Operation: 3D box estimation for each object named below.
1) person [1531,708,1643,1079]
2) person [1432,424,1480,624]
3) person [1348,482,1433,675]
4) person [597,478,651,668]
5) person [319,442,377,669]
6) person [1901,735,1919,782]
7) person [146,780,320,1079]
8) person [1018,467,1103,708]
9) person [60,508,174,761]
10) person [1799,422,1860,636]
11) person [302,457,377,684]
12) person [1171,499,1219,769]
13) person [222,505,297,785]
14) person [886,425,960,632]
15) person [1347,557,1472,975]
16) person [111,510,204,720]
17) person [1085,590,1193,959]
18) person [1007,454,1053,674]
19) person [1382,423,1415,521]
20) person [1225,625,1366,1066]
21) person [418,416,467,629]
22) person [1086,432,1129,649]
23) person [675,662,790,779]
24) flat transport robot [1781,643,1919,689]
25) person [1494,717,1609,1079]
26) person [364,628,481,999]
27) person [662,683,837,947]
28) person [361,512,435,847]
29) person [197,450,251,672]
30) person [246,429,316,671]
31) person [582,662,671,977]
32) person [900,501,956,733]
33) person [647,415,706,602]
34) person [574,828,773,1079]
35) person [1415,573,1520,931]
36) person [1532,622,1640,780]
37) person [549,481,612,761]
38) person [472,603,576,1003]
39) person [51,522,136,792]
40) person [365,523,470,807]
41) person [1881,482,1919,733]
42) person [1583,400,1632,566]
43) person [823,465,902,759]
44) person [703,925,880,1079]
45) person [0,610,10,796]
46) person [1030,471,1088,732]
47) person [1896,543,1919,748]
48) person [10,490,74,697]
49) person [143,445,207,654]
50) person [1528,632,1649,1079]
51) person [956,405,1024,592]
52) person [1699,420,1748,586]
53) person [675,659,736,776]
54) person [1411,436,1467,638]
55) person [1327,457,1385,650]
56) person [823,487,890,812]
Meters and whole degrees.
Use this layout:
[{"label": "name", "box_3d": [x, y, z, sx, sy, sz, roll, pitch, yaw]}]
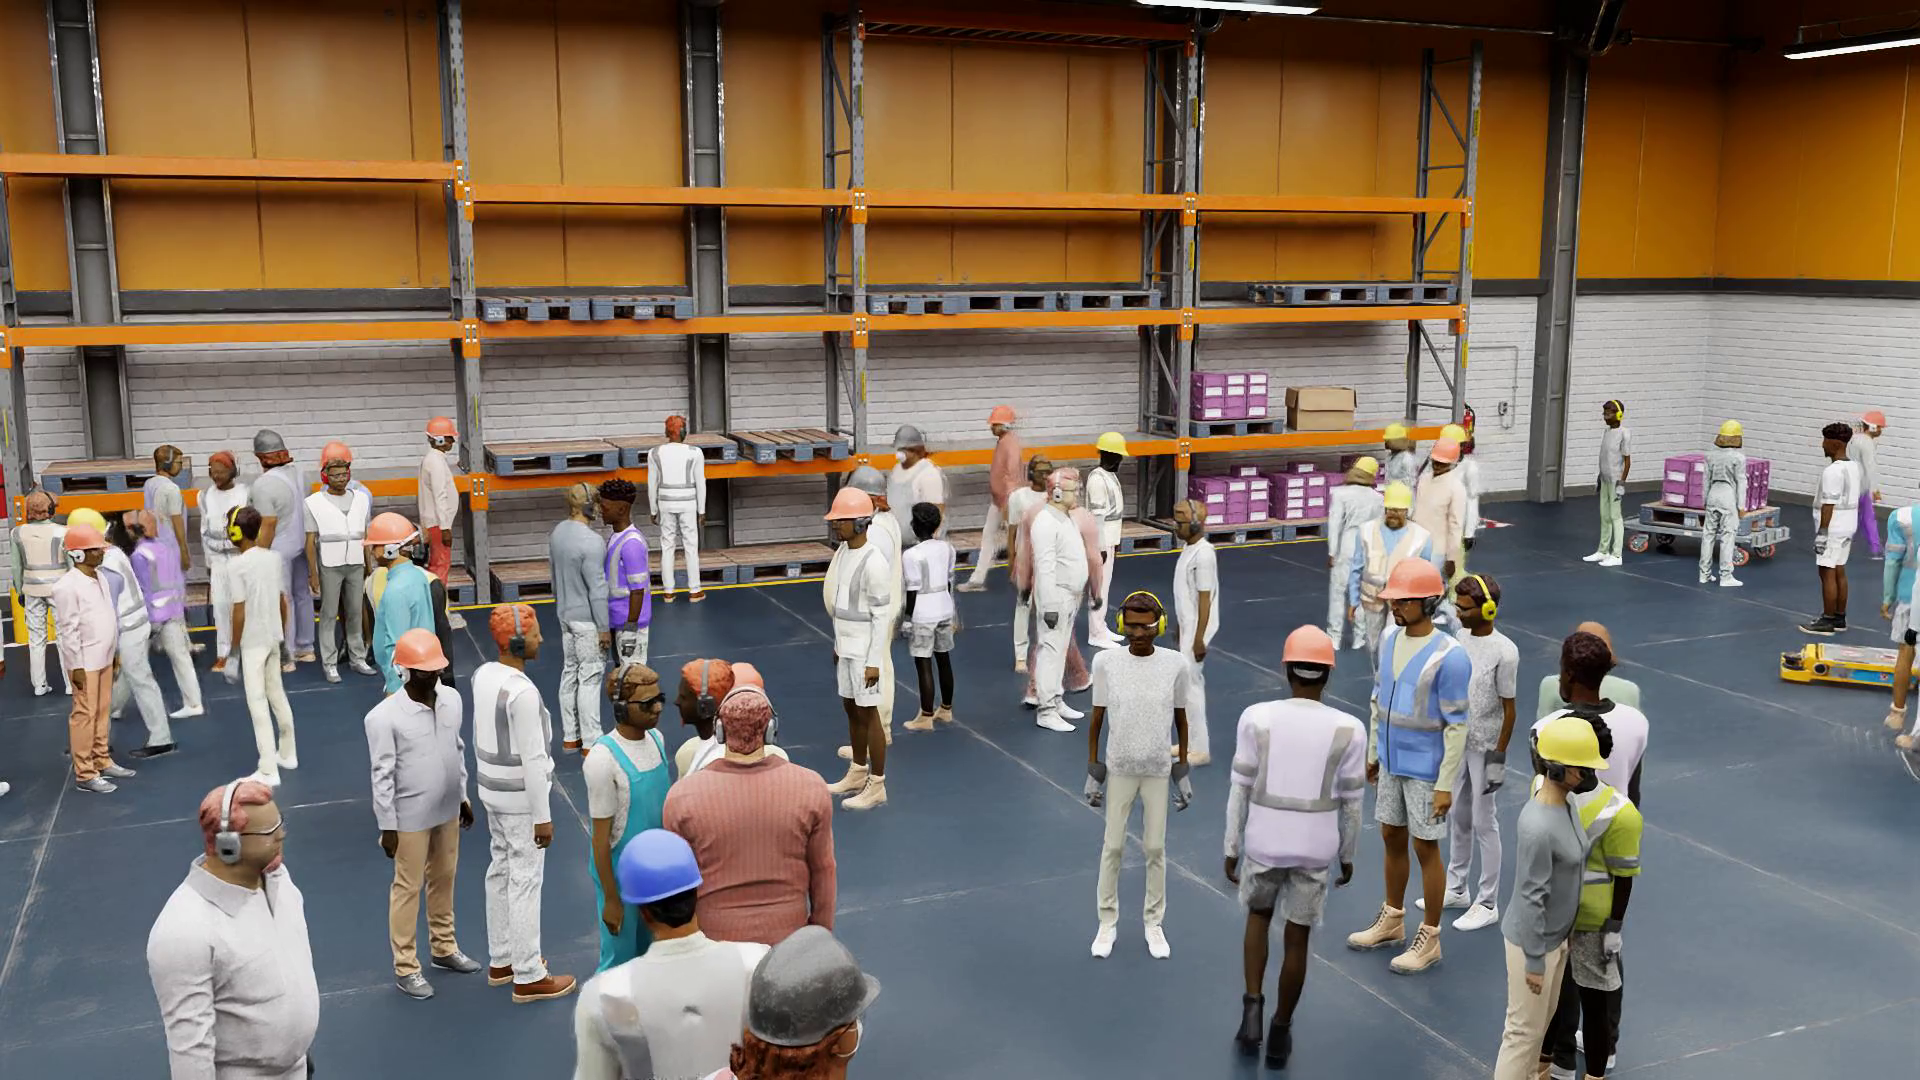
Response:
[{"label": "person", "box_3d": [2.469, 1.507, 6.717, 0.320, 1.698, 0.531, -6, 11, -30]}, {"label": "person", "box_3d": [4.723, -0.151, 15.684, 0.590, 1.904, 0.624, -2, 10, -13]}, {"label": "person", "box_3d": [3.272, 0.433, 12.617, 0.590, 1.804, 0.814, 5, 11, 26]}, {"label": "person", "box_3d": [-2.322, 0.544, 11.496, 0.367, 1.966, 0.607, -4, 11, -23]}, {"label": "person", "box_3d": [-5.184, 0.129, 13.998, 0.545, 1.928, 0.375, 6, 11, 30]}, {"label": "person", "box_3d": [6.520, 0.782, 10.815, 0.588, 1.721, 0.403, -7, 12, -35]}, {"label": "person", "box_3d": [-2.191, 1.671, 5.174, 0.401, 1.906, 0.649, 1, 10, 5]}, {"label": "person", "box_3d": [0.800, 0.357, 12.933, 0.651, 1.840, 1.002, 9, 13, 42]}, {"label": "person", "box_3d": [-5.818, 0.663, 11.316, 0.779, 1.785, 0.594, -6, 11, -30]}, {"label": "person", "box_3d": [8.013, -0.102, 15.257, 0.370, 1.958, 0.598, 9, 13, 42]}, {"label": "person", "box_3d": [-5.083, 0.233, 13.632, 0.384, 1.845, 0.570, 8, 13, 38]}, {"label": "person", "box_3d": [1.586, 0.630, 11.393, 0.357, 1.836, 0.533, 0, 10, -2]}, {"label": "person", "box_3d": [-4.659, 0.686, 10.980, 0.351, 1.868, 0.545, 2, 10, 13]}, {"label": "person", "box_3d": [-0.401, -0.087, 14.916, 1.035, 2.000, 0.685, -8, 13, -40]}, {"label": "person", "box_3d": [2.191, 1.089, 8.132, 0.374, 2.043, 0.612, -5, 11, -25]}, {"label": "person", "box_3d": [-6.108, 0.569, 12.390, 0.875, 1.590, 0.531, 0, 10, -3]}, {"label": "person", "box_3d": [0.887, 1.158, 8.250, 0.534, 1.864, 0.310, 0, 10, 3]}, {"label": "person", "box_3d": [0.649, 0.197, 13.843, 0.514, 1.844, 0.336, -2, 10, -12]}, {"label": "person", "box_3d": [4.566, -0.368, 17.443, 0.350, 1.728, 0.487, -3, 10, -18]}, {"label": "person", "box_3d": [1.448, 1.315, 7.197, 0.570, 1.910, 0.439, 2, 10, 14]}, {"label": "person", "box_3d": [-4.827, -0.160, 15.512, 0.404, 1.986, 0.604, -4, 10, -20]}, {"label": "person", "box_3d": [1.301, -0.007, 14.790, 0.370, 1.924, 0.586, 2, 10, 13]}, {"label": "person", "box_3d": [-0.942, 1.392, 7.233, 0.559, 1.747, 0.331, 4, 10, 20]}, {"label": "flat transport robot", "box_3d": [7.480, 1.040, 13.515, 1.431, 0.197, 0.652, 5, 11, 26]}, {"label": "person", "box_3d": [2.269, 1.532, 6.398, 0.340, 1.760, 0.525, 6, 12, 31]}, {"label": "person", "box_3d": [-2.531, 1.273, 7.905, 0.331, 1.750, 0.573, 5, 11, 27]}, {"label": "person", "box_3d": [-0.793, 1.478, 6.285, 0.652, 1.906, 0.409, -3, 10, -14]}, {"label": "person", "box_3d": [-3.300, 0.821, 9.859, 0.398, 1.987, 0.606, -1, 10, -7]}, {"label": "person", "box_3d": [-6.134, 0.139, 14.164, 0.577, 1.856, 0.842, 1, 10, 3]}, {"label": "person", "box_3d": [-5.745, 0.078, 13.963, 0.536, 2.000, 0.683, 2, 10, 10]}, {"label": "person", "box_3d": [-1.344, 1.405, 6.881, 0.349, 1.847, 0.505, 3, 10, 18]}, {"label": "person", "box_3d": [-0.235, 0.563, 12.158, 0.322, 1.696, 0.536, 8, 12, 37]}, {"label": "person", "box_3d": [-2.824, -0.309, 16.643, 0.575, 1.885, 0.360, 0, 10, 2]}, {"label": "person", "box_3d": [-0.749, 1.758, 4.650, 0.647, 1.917, 0.543, -4, 10, -20]}, {"label": "person", "box_3d": [2.659, 1.089, 8.653, 0.328, 1.865, 0.509, -4, 10, -20]}, {"label": "person", "box_3d": [3.259, 1.213, 8.684, 0.512, 1.604, 0.724, 4, 11, 20]}, {"label": "person", "box_3d": [-2.593, 0.557, 11.498, 0.357, 1.937, 0.638, -8, 13, -39]}, {"label": "person", "box_3d": [-2.078, 1.222, 7.821, 0.340, 1.882, 0.586, -8, 13, -38]}, {"label": "person", "box_3d": [-5.664, 0.755, 10.877, 0.321, 1.756, 0.562, -1, 10, -4]}, {"label": "person", "box_3d": [-3.371, 0.807, 10.354, 0.621, 1.838, 0.429, 5, 11, 28]}, {"label": "person", "box_3d": [7.015, 0.410, 12.046, 0.607, 2.044, 0.378, 5, 11, 28]}, {"label": "person", "box_3d": [7.283, -0.641, 18.618, 0.328, 1.865, 0.521, -2, 10, -10]}, {"label": "person", "box_3d": [-0.682, 0.492, 11.581, 0.539, 2.000, 0.689, 2, 10, 11]}, {"label": "person", "box_3d": [-0.294, 1.843, 3.794, 0.684, 2.000, 0.538, 9, 13, 41]}, {"label": "person", "box_3d": [-6.379, 0.739, 10.514, 0.598, 1.915, 0.375, -4, 11, -22]}, {"label": "person", "box_3d": [0.744, 0.437, 12.273, 0.407, 1.912, 0.639, 3, 10, 16]}, {"label": "person", "box_3d": [6.906, 0.580, 11.648, 0.625, 1.844, 0.429, -2, 10, -12]}, {"label": "person", "box_3d": [-7.177, 0.428, 13.106, 0.523, 1.638, 0.311, 0, 10, -3]}, {"label": "person", "box_3d": [-6.876, 0.089, 14.489, 0.516, 1.836, 0.341, 7, 12, 36]}, {"label": "person", "box_3d": [2.633, 1.339, 7.048, 0.591, 1.917, 0.379, -4, 11, -24]}, {"label": "person", "box_3d": [0.463, -0.416, 17.088, 0.936, 1.955, 0.636, -3, 10, -15]}, {"label": "person", "box_3d": [8.054, -0.389, 17.509, 0.295, 1.743, 0.493, -6, 11, -29]}, {"label": "person", "box_3d": [-0.986, 1.401, 6.796, 0.359, 1.882, 0.575, -1, 10, -5]}, {"label": "person", "box_3d": [4.080, 0.069, 14.282, 0.734, 1.951, 0.639, -2, 10, -13]}, {"label": "person", "box_3d": [3.438, 0.118, 14.720, 0.670, 1.697, 0.411, -2, 10, -9]}, {"label": "person", "box_3d": [-0.664, 0.682, 10.477, 0.373, 2.042, 0.614, -5, 11, -26]}]
